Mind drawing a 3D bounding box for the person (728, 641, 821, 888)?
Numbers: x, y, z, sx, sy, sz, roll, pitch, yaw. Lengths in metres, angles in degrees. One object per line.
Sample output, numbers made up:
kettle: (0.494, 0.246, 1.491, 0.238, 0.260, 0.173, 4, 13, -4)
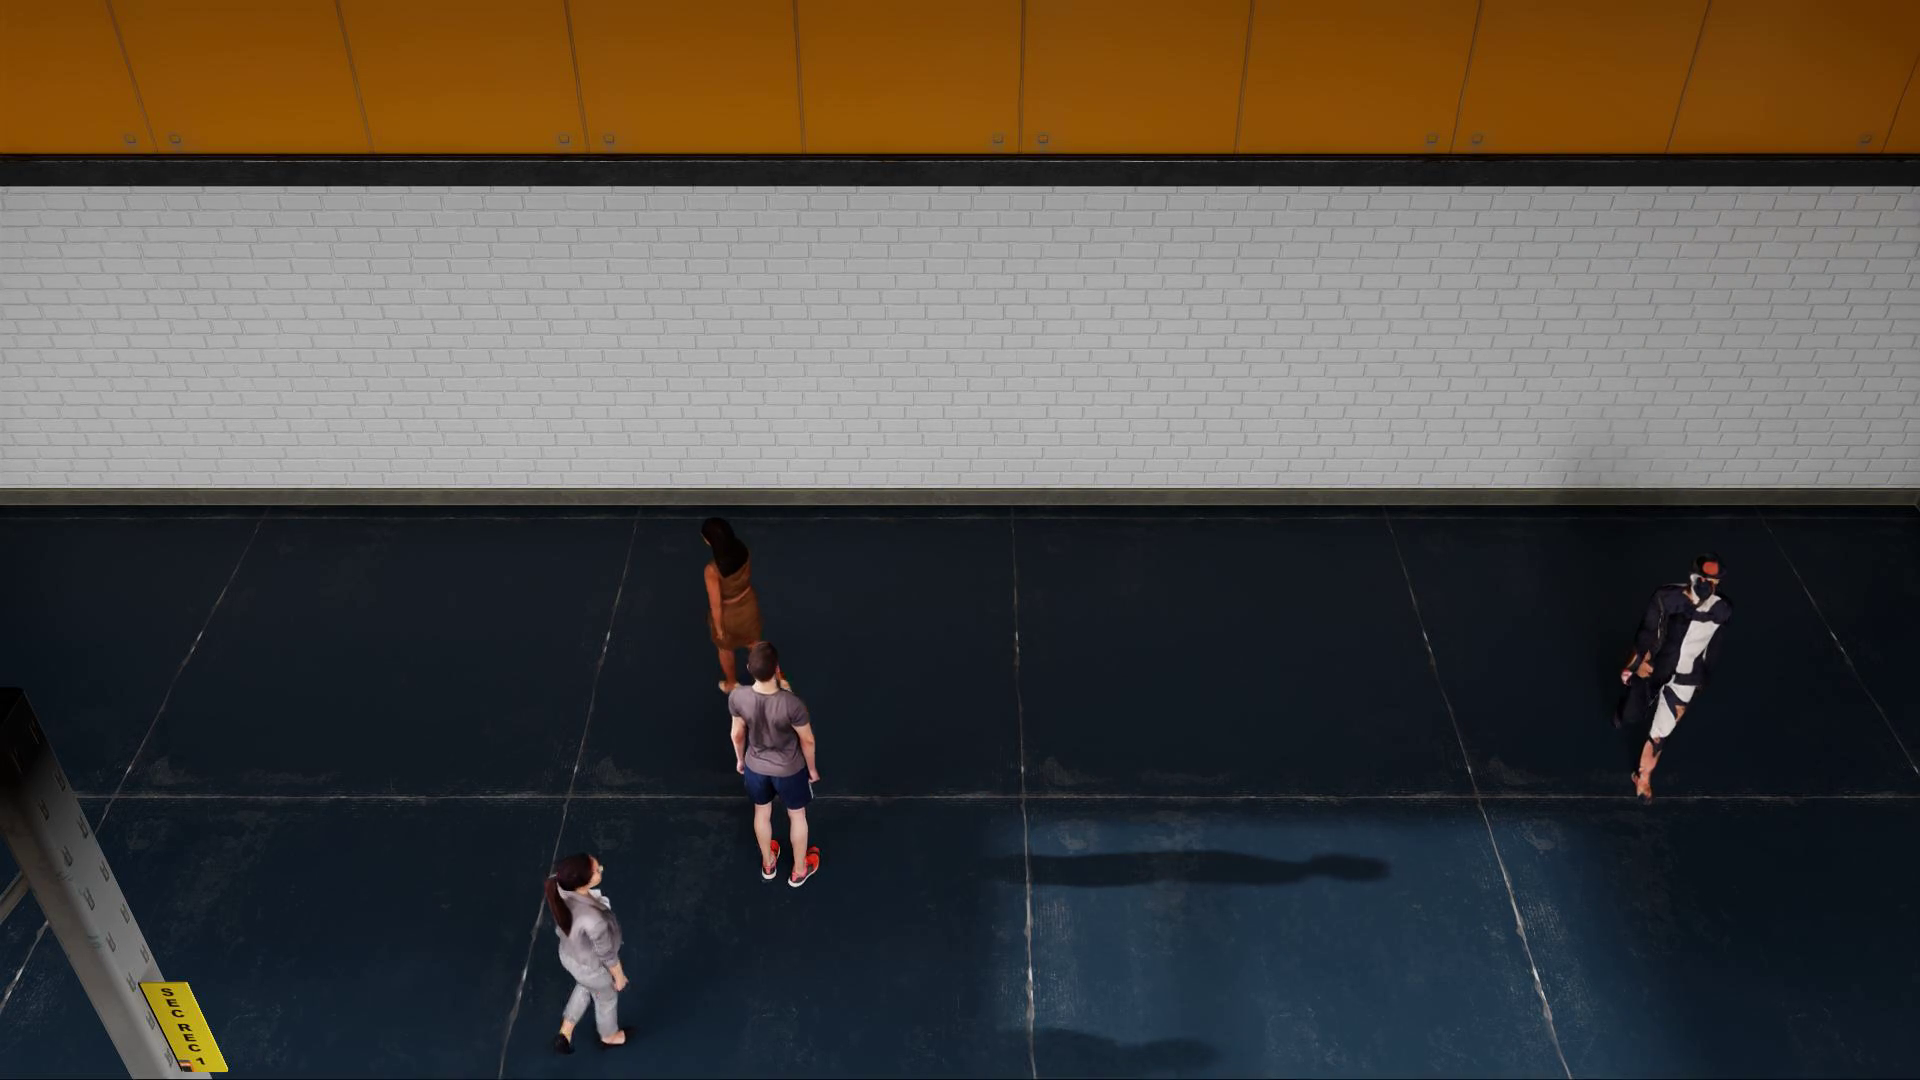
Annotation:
person: (-1.107, 1.345, 9.913, 0.698, 1.856, 0.631, 6, 39, 8)

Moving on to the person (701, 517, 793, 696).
person: (-1.442, 0.531, 11.088, 0.973, 1.662, 0.969, 26, 45, 29)

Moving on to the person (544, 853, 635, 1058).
person: (-2.048, 2.292, 8.885, 0.826, 1.658, 0.887, 29, 47, 31)

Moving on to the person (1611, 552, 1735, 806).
person: (4.493, 0.787, 10.596, 0.860, 1.875, 1.066, 10, 40, 12)
